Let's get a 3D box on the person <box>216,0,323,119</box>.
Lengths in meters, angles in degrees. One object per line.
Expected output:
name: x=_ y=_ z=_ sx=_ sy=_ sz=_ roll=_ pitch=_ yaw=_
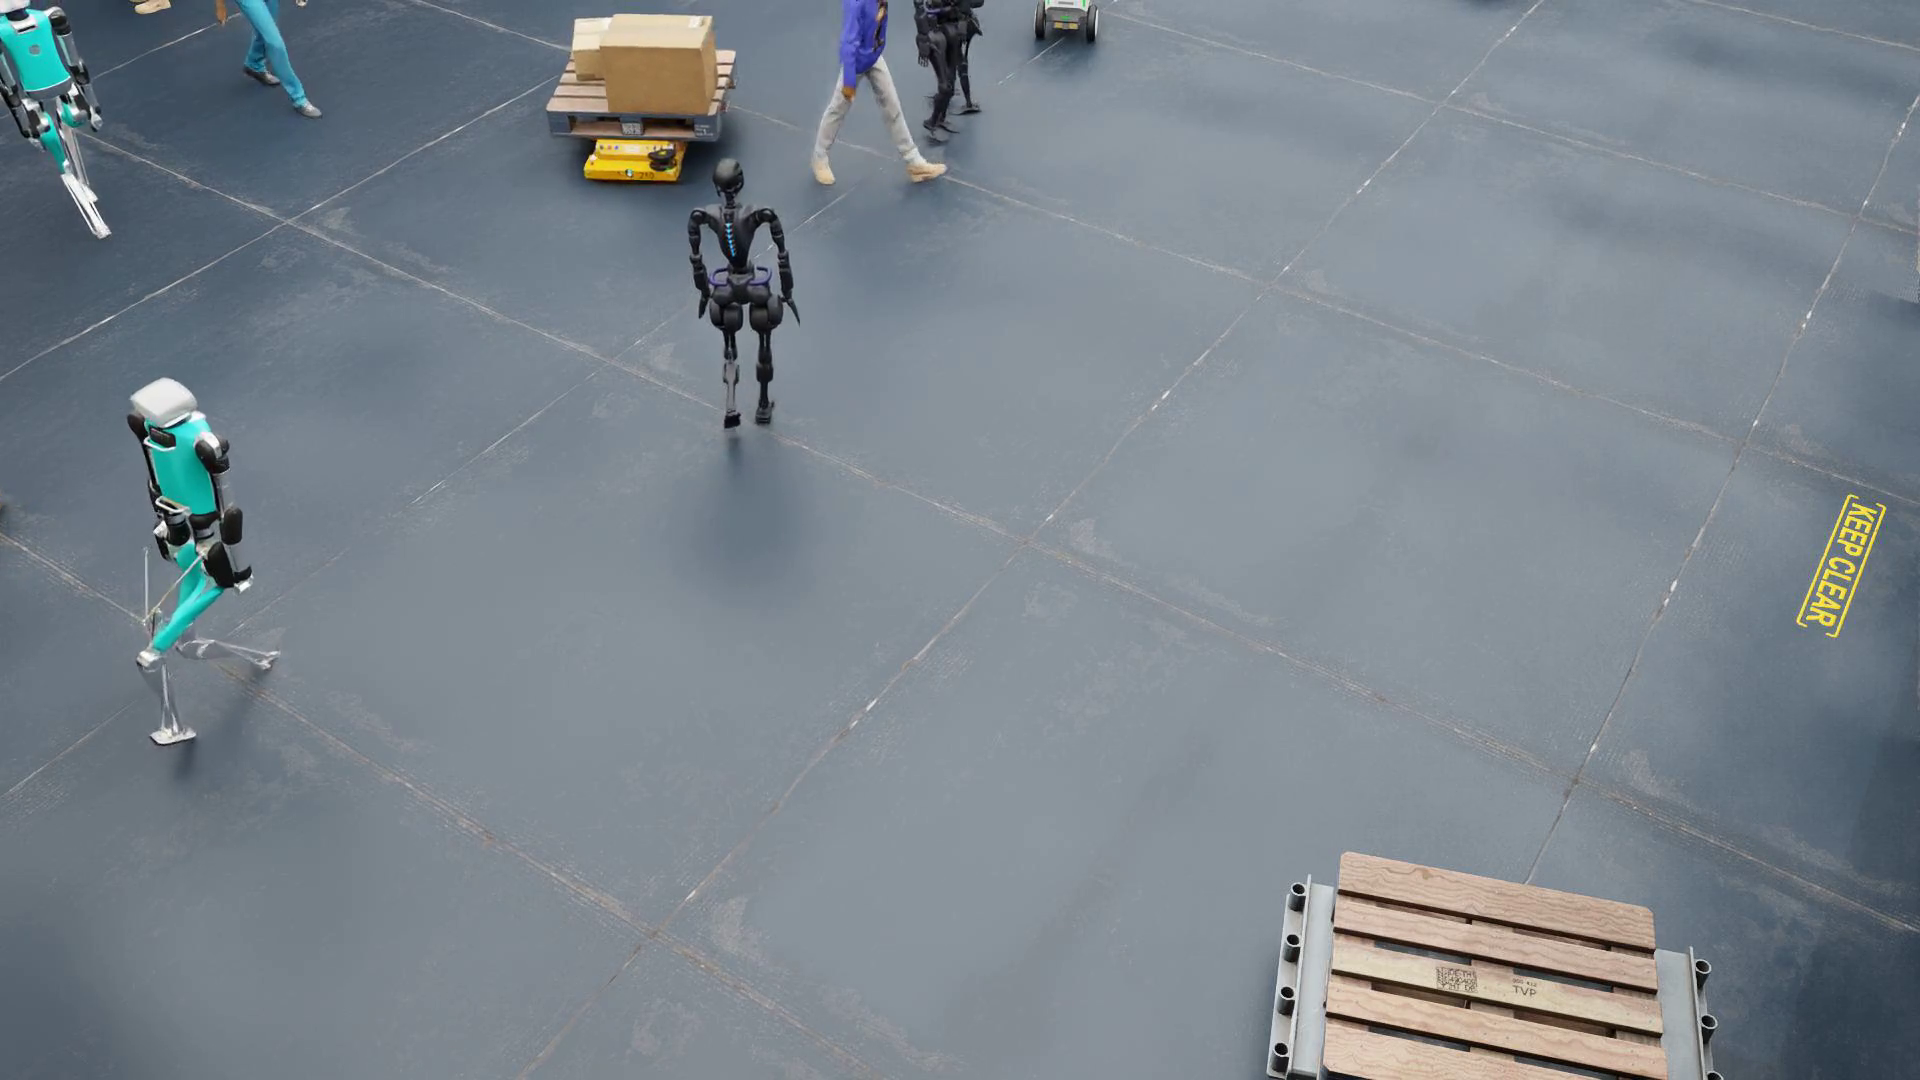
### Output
person: x=-5.189 y=-4.016 z=12.137 sx=0.900 sy=1.794 sz=0.575 roll=22 pitch=46 yaw=23

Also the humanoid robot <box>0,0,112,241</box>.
humanoid robot: x=-5.950 y=-2.823 z=10.862 sx=0.547 sy=1.755 sz=1.053 roll=-30 pitch=50 yaw=-29

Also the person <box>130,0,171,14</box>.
person: x=-6.804 y=-5.148 z=13.430 sx=0.306 sy=1.745 sz=0.497 roll=-20 pitch=46 yaw=-21

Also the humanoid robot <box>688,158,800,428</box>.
humanoid robot: x=-1.192 y=-1.327 z=9.207 sx=0.585 sy=1.641 sz=0.449 roll=1 pitch=42 yaw=1

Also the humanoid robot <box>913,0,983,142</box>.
humanoid robot: x=-0.106 y=-3.673 z=11.836 sx=0.347 sy=1.651 sz=0.595 roll=29 pitch=49 yaw=28

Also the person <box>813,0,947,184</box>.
person: x=-0.610 y=-3.224 z=11.237 sx=1.007 sy=1.795 sz=0.551 roll=20 pitch=45 yaw=21

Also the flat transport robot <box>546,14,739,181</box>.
flat transport robot: x=-2.289 y=-3.072 z=12.217 sx=0.659 sy=0.231 sz=1.431 roll=2 pitch=42 yaw=2

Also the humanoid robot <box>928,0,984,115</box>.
humanoid robot: x=-0.007 y=-3.872 z=12.057 sx=0.330 sy=1.653 sz=0.615 roll=-8 pitch=42 yaw=-9

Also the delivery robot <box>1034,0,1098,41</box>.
delivery robot: x=0.891 y=-4.418 z=13.507 sx=0.499 sy=0.592 sz=0.774 roll=6 pitch=42 yaw=6

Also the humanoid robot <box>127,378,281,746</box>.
humanoid robot: x=-3.594 y=0.224 z=7.471 sx=0.532 sy=1.776 sz=1.005 roll=20 pitch=46 yaw=21
